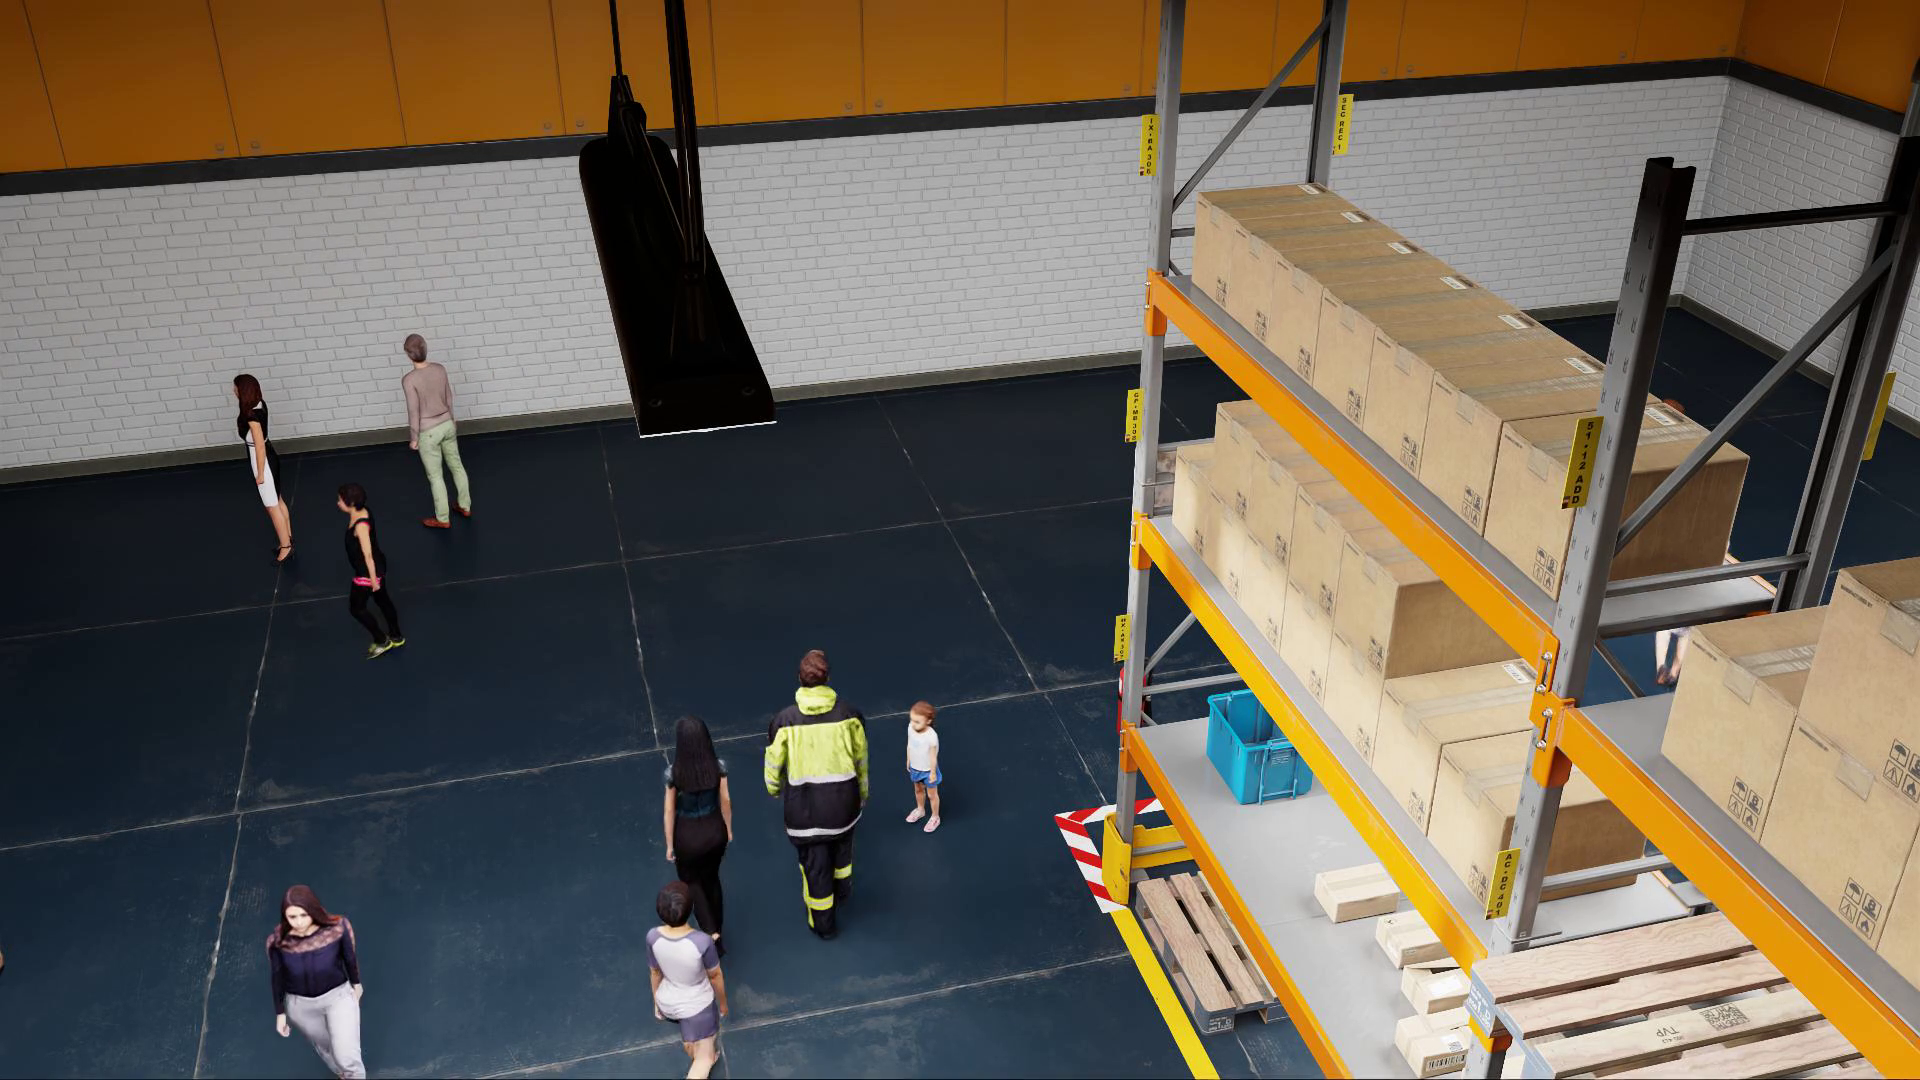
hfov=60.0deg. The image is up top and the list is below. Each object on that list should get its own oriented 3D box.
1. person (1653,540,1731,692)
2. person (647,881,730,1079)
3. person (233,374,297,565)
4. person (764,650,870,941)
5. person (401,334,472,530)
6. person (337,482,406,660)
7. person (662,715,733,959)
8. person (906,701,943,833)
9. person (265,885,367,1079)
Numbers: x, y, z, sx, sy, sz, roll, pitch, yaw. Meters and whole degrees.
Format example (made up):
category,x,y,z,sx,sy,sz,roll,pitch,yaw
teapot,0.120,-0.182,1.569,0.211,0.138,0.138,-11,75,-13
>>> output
category,x,y,z,sx,sy,sz,roll,pitch,yaw
person,5.612,0.446,12.784,0.737,1.740,0.807,9,30,16
person,-1.507,2.561,9.112,0.891,1.541,1.048,9,30,15
person,-6.144,-0.635,14.707,0.638,1.796,0.411,-7,29,-12
person,-0.850,1.646,10.363,0.777,1.952,0.795,-10,30,-18
person,-4.825,-0.996,15.293,0.825,1.869,0.777,17,33,29
person,-4.688,0.218,13.409,0.621,1.540,0.508,-5,29,-10
person,-1.569,1.886,10.170,0.672,1.715,0.821,-10,30,-17
person,-0.242,1.546,11.520,0.458,1.018,0.535,22,36,35
person,-3.510,2.510,9.158,0.623,1.588,0.763,-5,29,-10
